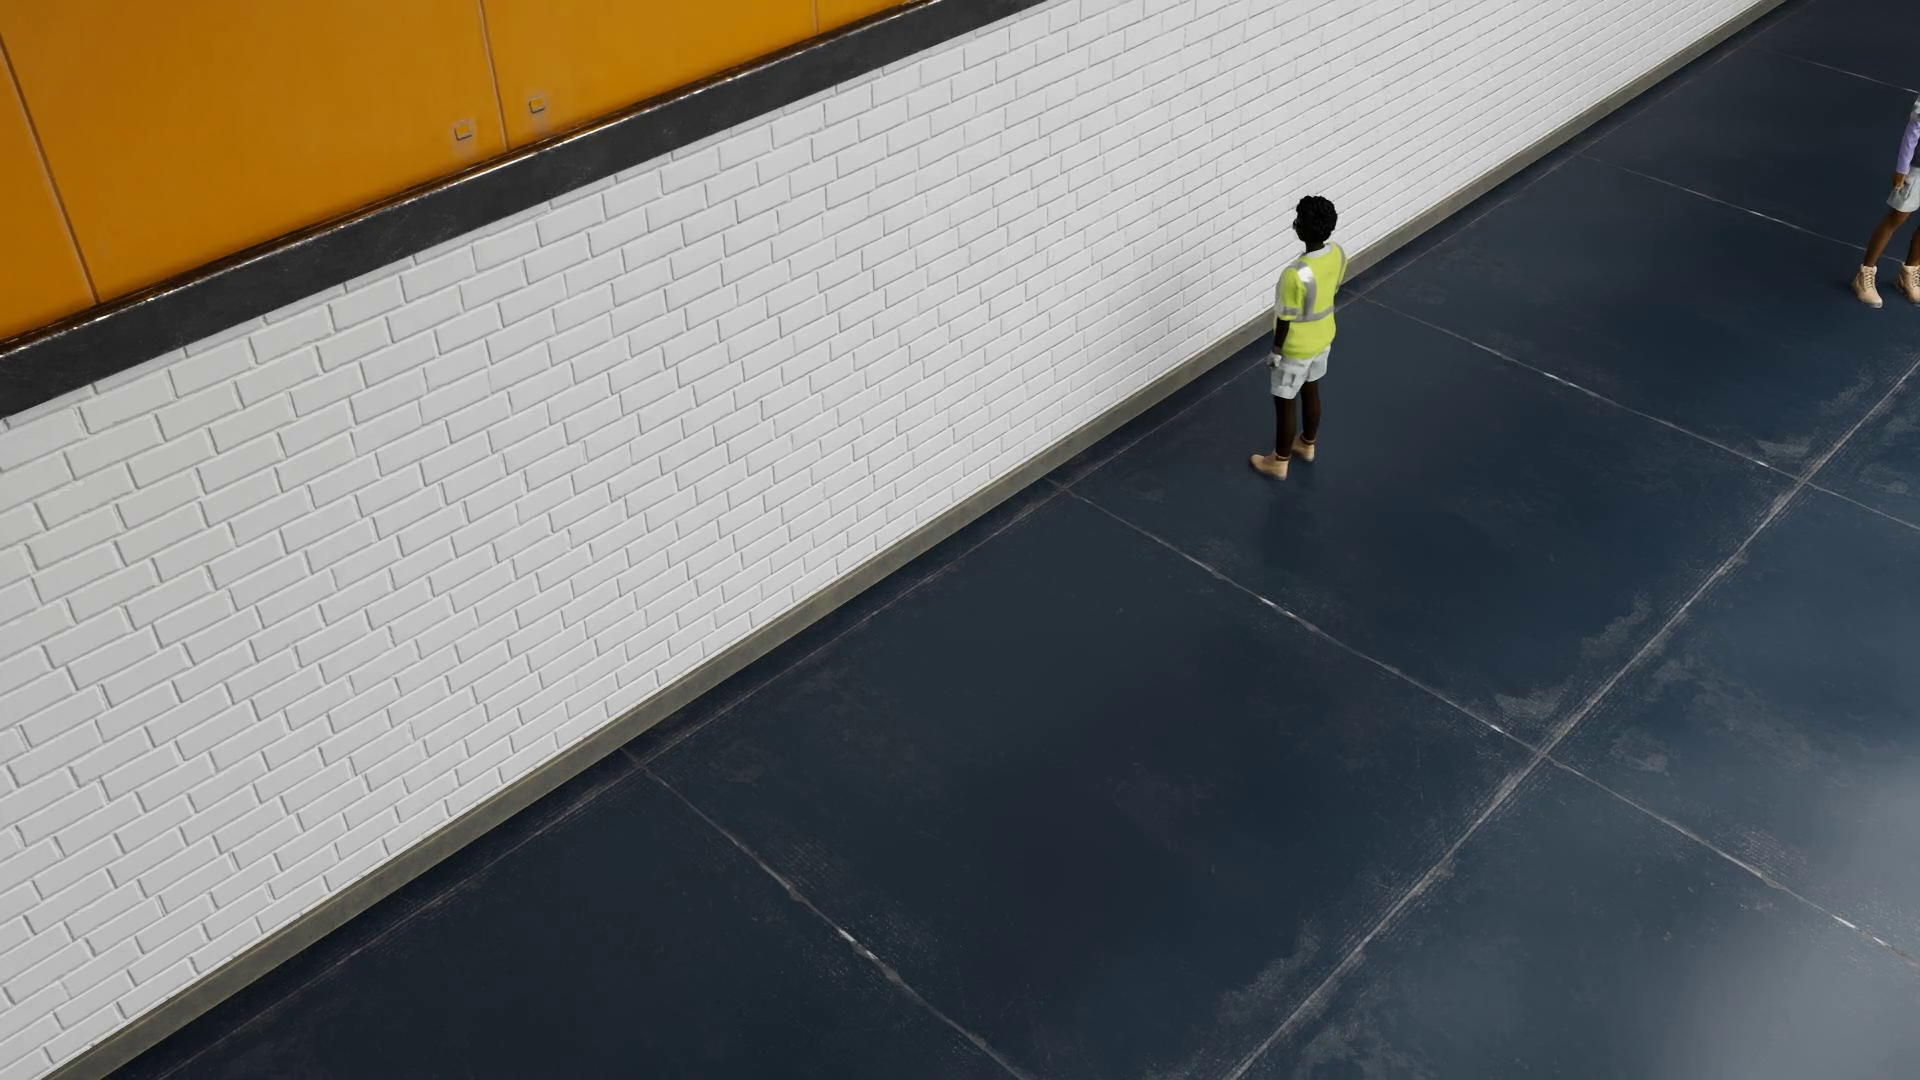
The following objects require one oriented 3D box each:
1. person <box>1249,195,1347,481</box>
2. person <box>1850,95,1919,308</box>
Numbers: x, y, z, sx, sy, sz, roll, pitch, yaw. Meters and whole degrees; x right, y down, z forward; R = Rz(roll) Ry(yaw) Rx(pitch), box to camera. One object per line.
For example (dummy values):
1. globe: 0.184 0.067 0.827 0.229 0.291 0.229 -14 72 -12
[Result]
1. person: 1.880 -1.107 9.166 0.321 1.688 0.528 28 47 31
2. person: 6.225 -2.393 10.505 0.601 2.034 0.412 -2 39 -2
